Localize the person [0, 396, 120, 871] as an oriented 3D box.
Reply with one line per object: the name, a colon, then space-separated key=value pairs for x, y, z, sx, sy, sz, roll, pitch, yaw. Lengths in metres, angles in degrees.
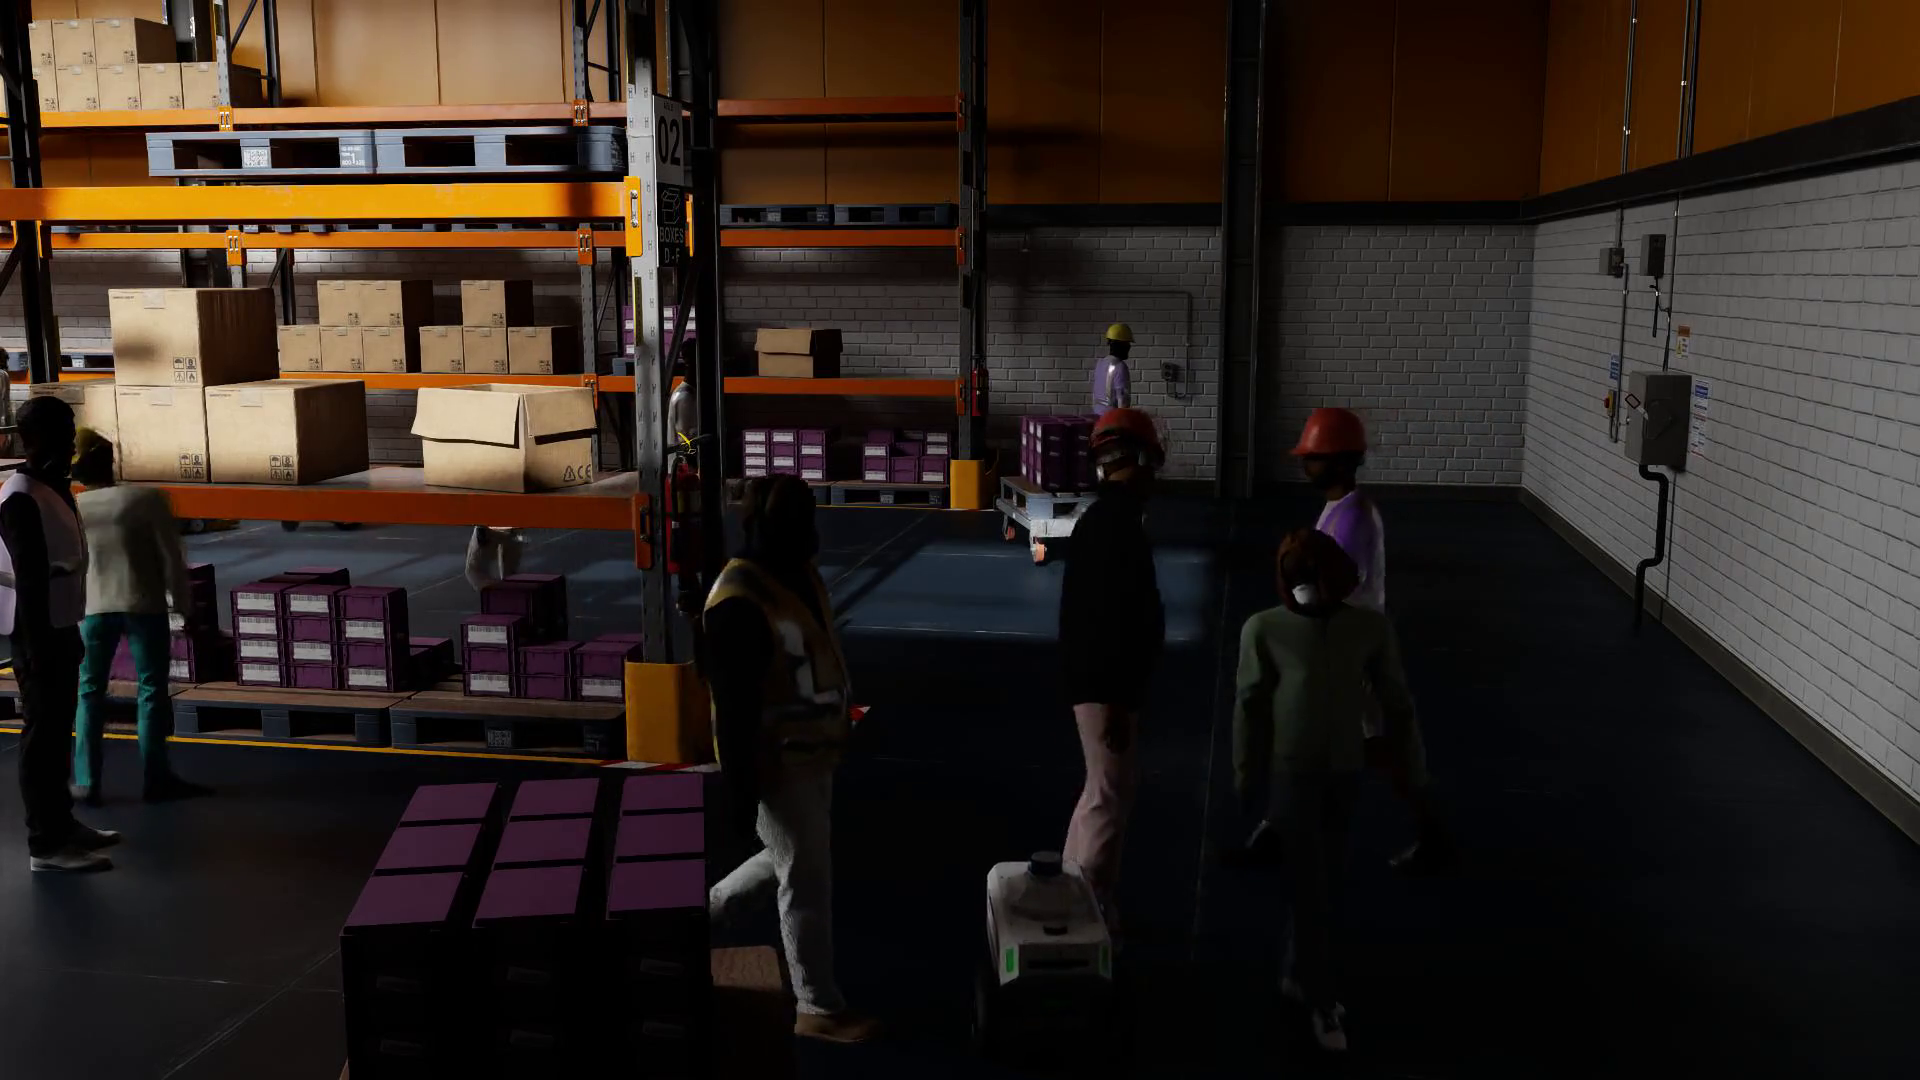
person: x=-3.698 y=0.375 z=6.746 sx=0.398 sy=1.916 sz=0.590 roll=-3 pitch=10 yaw=-17

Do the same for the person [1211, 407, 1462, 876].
person: x=1.551 y=0.418 z=6.570 sx=0.973 sy=1.892 sz=0.567 roll=0 pitch=9 yaw=0

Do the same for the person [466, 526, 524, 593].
person: x=-2.922 y=-0.098 z=10.583 sx=0.396 sy=1.630 sz=0.528 roll=4 pitch=10 yaw=23

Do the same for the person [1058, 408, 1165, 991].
person: x=0.518 y=0.530 z=5.737 sx=0.382 sy=1.945 sz=0.706 roll=1 pitch=9 yaw=4

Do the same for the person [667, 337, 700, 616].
person: x=-1.871 y=-0.446 z=11.709 sx=0.391 sy=1.957 sz=0.608 roll=-1 pitch=9 yaw=-9

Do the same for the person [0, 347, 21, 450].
person: x=-8.169 y=-0.727 z=13.928 sx=0.838 sy=1.811 sz=0.665 roll=-2 pitch=9 yaw=-11

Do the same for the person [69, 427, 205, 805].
person: x=-3.809 y=0.351 z=7.522 sx=0.631 sy=1.722 sz=0.343 roll=-1 pitch=9 yaw=-5

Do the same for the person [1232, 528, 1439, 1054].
person: x=1.192 y=0.774 z=5.237 sx=0.570 sy=1.605 sz=0.527 roll=-3 pitch=10 yaw=-17

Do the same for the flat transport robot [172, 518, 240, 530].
flat transport robot: x=-7.474 y=-0.181 z=15.284 sx=0.652 sy=0.197 sz=1.431 roll=8 pitch=12 yaw=39

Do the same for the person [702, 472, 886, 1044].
person: x=-0.609 y=0.676 z=5.199 sx=0.699 sy=1.816 sz=0.637 roll=2 pitch=9 yaw=12

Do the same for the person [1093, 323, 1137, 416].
person: x=1.490 y=-1.116 z=15.965 sx=0.385 sy=1.922 sz=0.594 roll=-4 pitch=10 yaw=-21

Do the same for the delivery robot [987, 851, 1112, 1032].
delivery robot: x=0.275 y=1.238 z=5.308 sx=0.477 sy=0.478 sz=0.707 roll=0 pitch=9 yaw=-3

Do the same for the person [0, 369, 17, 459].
person: x=-7.561 y=-0.677 z=12.877 sx=0.371 sy=2.044 sz=0.608 roll=3 pitch=10 yaw=19

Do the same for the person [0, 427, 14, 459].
person: x=-6.483 y=-0.184 z=11.062 sx=0.309 sy=1.641 sz=0.513 roll=2 pitch=9 yaw=10
